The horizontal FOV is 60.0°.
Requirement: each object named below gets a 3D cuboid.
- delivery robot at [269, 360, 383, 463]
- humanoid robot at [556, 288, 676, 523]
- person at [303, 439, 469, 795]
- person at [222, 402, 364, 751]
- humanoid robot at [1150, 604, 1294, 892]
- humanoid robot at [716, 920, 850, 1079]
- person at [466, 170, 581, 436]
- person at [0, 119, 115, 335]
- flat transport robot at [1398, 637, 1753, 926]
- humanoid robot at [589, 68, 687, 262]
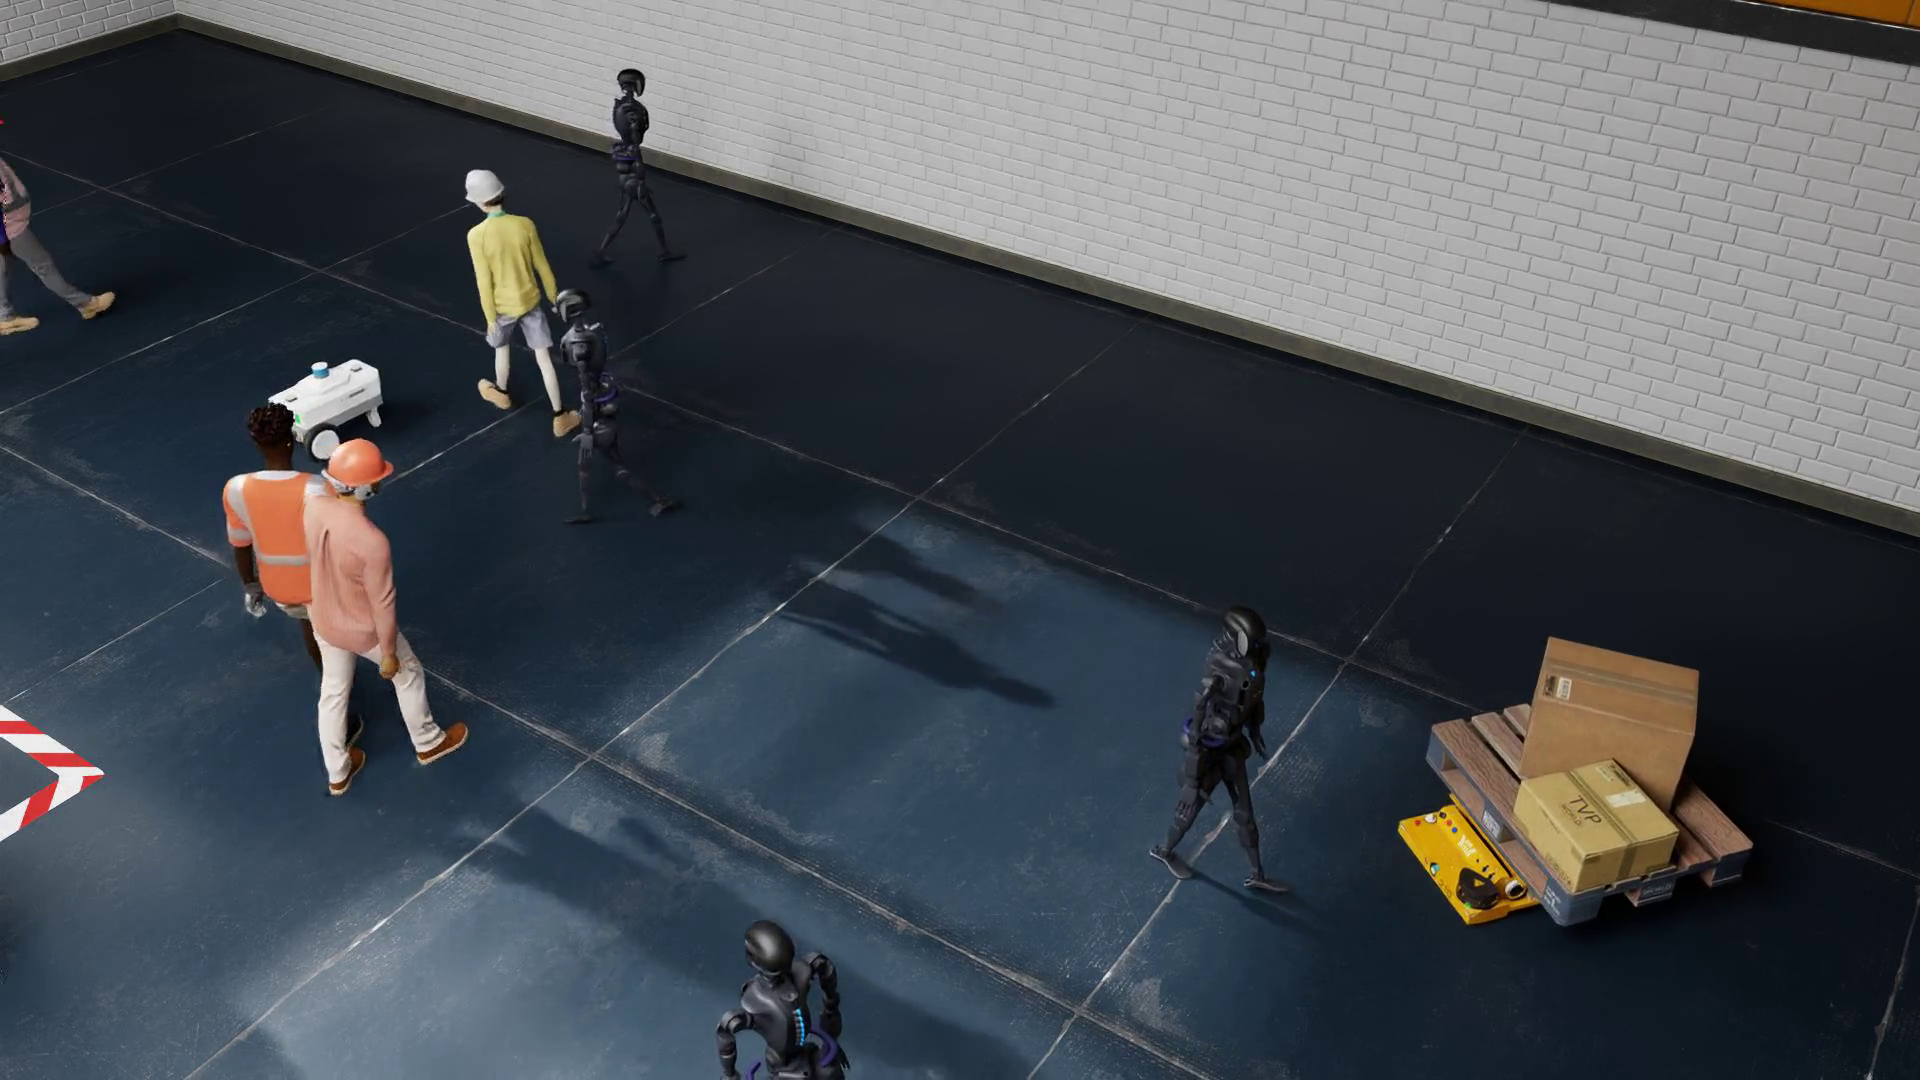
[{"bbox_3d":[-4.325,-0.910,11.323,0.511,0.605,0.777,24,41,30],"label":"delivery robot"},{"bbox_3d":[-2.184,-0.800,10.235,0.734,1.656,0.589,-7,36,-9],"label":"humanoid robot"},{"bbox_3d":[-2.973,0.411,8.239,0.620,1.944,0.730,19,39,25],"label":"person"},{"bbox_3d":[-3.339,0.153,8.593,0.617,1.935,0.835,3,35,5],"label":"person"},{"bbox_3d":[1.240,0.998,7.628,0.714,1.629,0.608,28,44,34],"label":"humanoid robot"},{"bbox_3d":[-0.657,2.002,6.209,0.778,1.622,0.591,30,45,35],"label":"humanoid robot"},{"bbox_3d":[-3.008,-1.632,11.233,0.568,1.839,0.846,-17,39,-23],"label":"person"},{"bbox_3d":[-6.991,-2.383,12.404,0.875,1.711,0.645,-23,41,-29],"label":"person"},{"bbox_3d":[2.965,1.447,8.195,1.431,0.231,0.659,-10,36,-14],"label":"flat transport robot"},{"bbox_3d":[-2.666,-2.972,13.341,0.781,1.639,0.609,-11,36,-15],"label":"humanoid robot"}]
